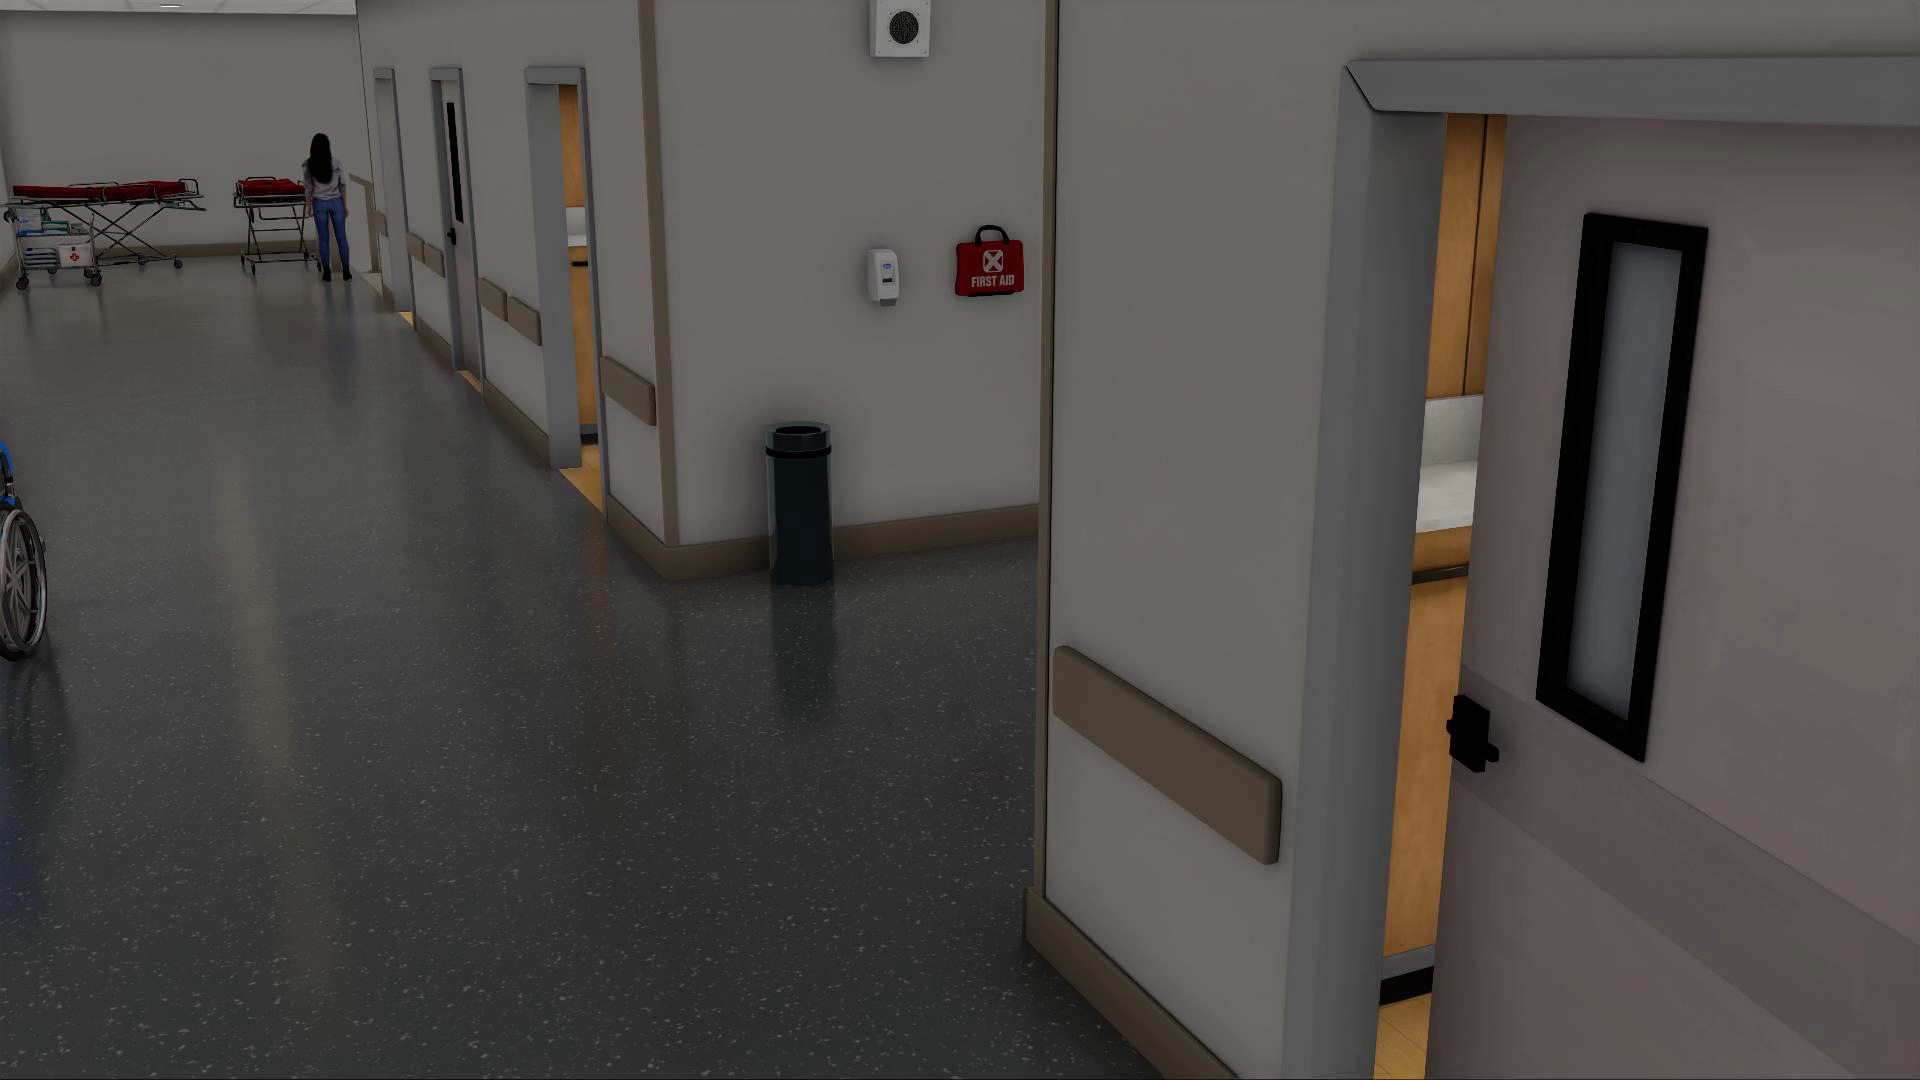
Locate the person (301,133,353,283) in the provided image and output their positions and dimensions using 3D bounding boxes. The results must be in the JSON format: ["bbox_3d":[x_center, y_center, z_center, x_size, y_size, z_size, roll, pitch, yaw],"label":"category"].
[{"bbox_3d":[-7.097,-3.744,18.686,0.602,1.633,0.502,-7,17,-22],"label":"person"}]
